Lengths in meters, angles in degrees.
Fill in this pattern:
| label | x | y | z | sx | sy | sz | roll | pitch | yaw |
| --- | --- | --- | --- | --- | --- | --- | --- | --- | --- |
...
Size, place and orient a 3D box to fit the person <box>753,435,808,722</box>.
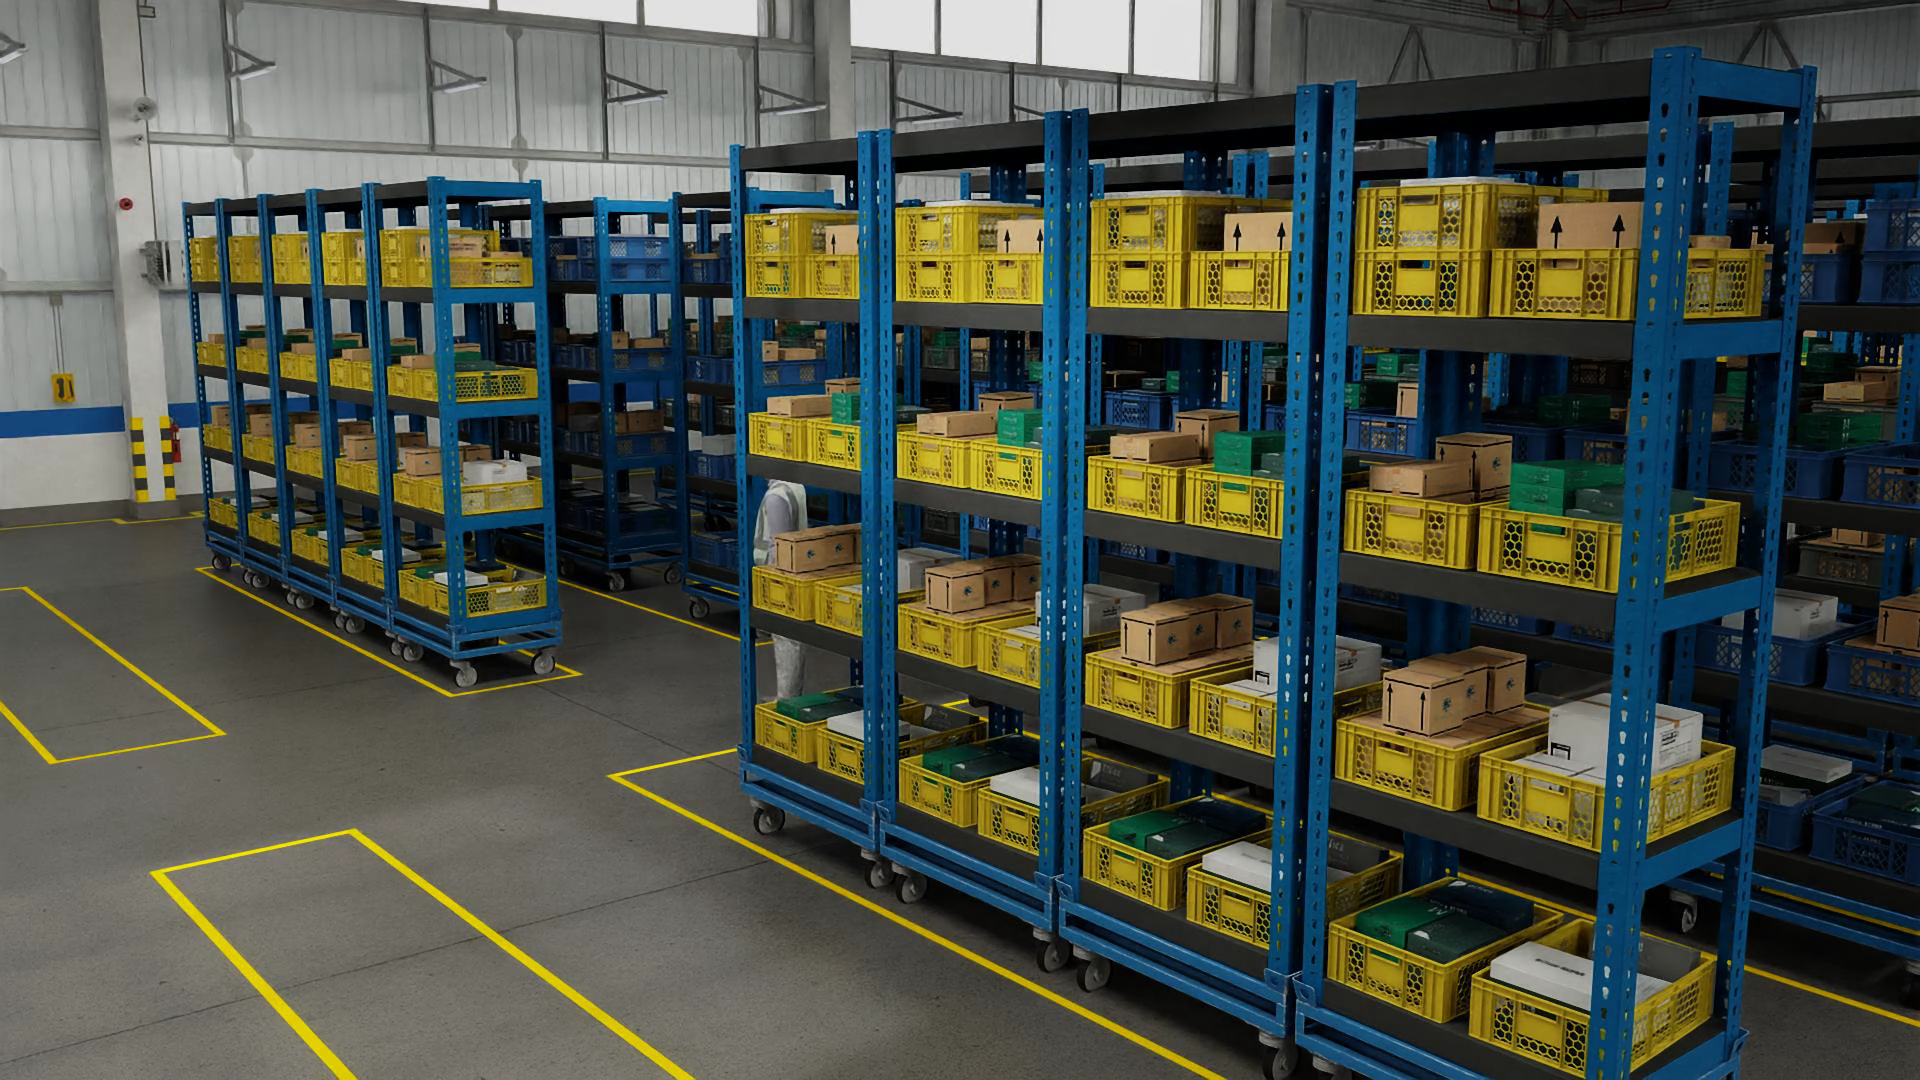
| label | x | y | z | sx | sy | sz | roll | pitch | yaw |
| --- | --- | --- | --- | --- | --- | --- | --- | --- | --- |
| person | -1.181 | 0.227 | 11.009 | 0.381 | 1.951 | 0.605 | 1 | 9 | 4 |
